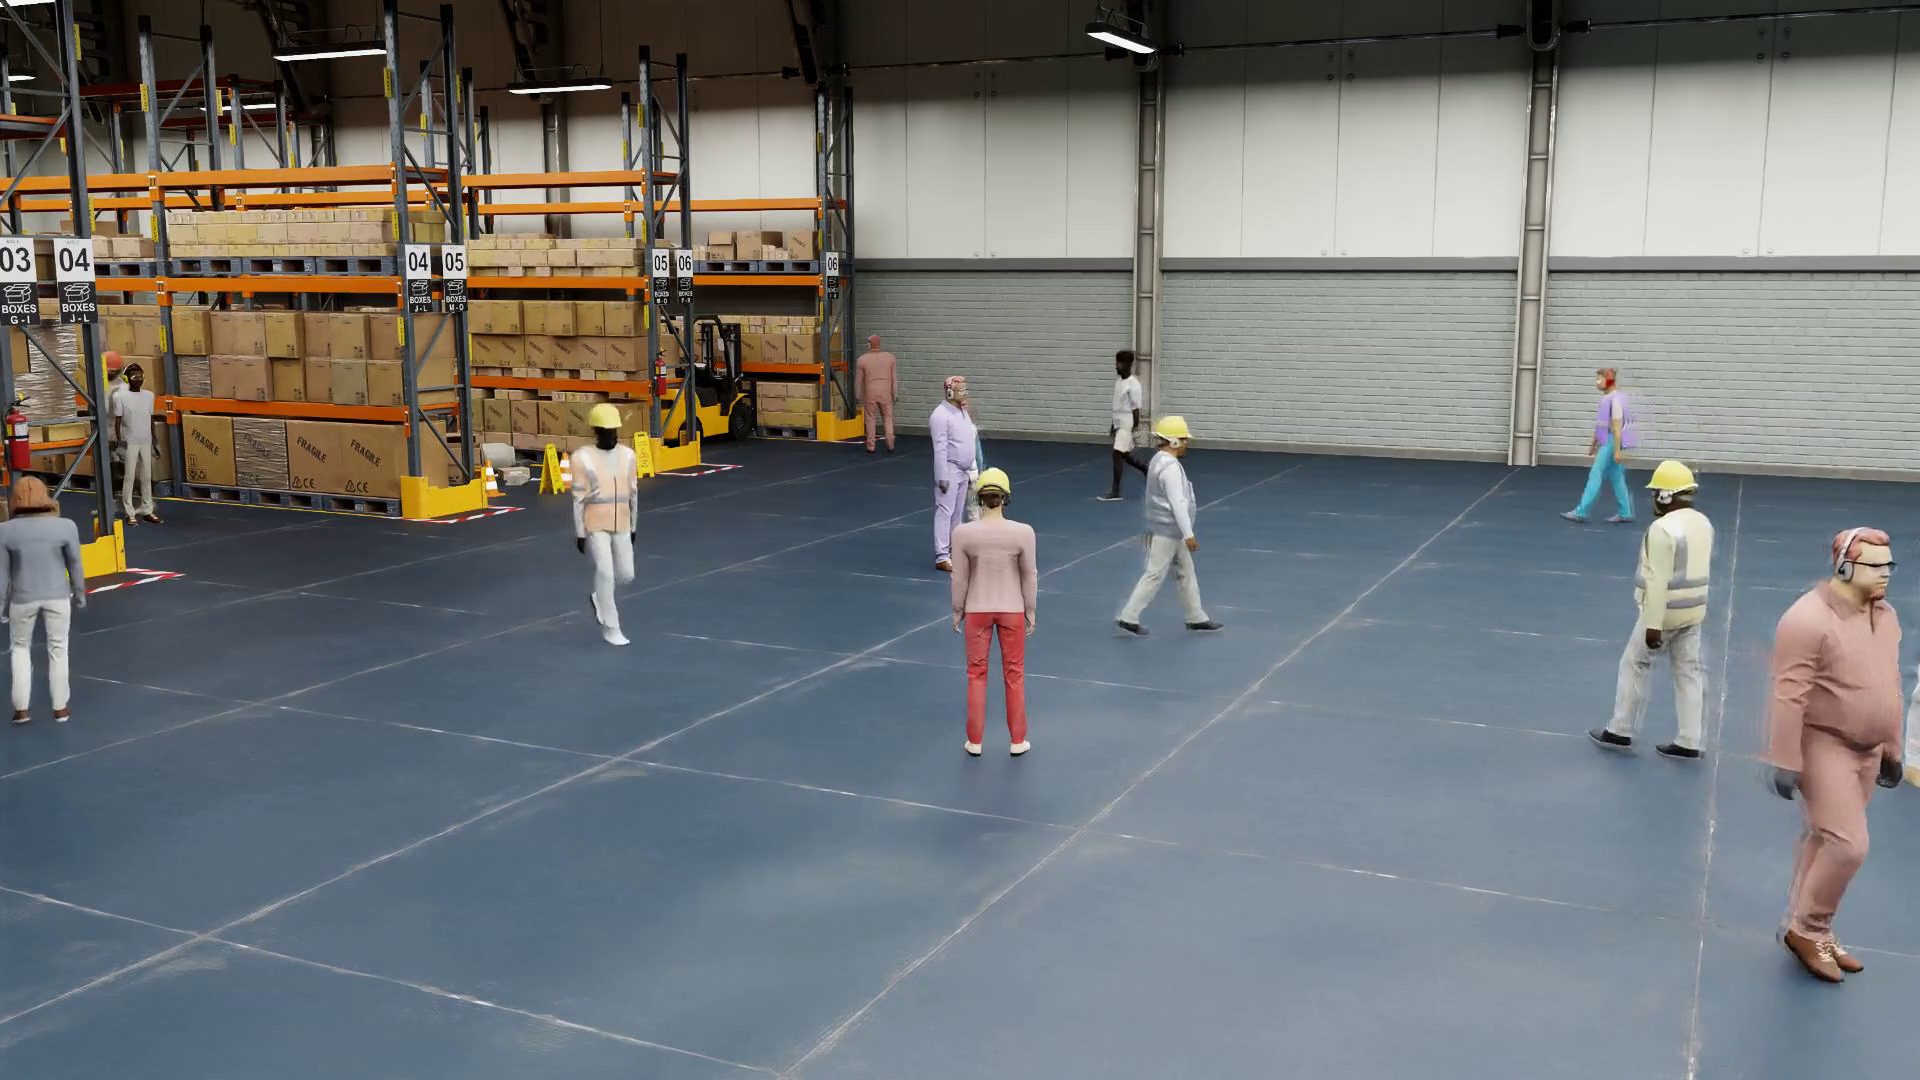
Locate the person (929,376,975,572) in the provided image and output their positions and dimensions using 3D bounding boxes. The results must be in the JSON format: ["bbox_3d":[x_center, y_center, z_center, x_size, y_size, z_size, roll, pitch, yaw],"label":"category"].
[{"bbox_3d":[-0.047,-0.652,16.319,0.404,1.911,0.636,4,10,23],"label":"person"}]

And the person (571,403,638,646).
[{"bbox_3d":[-2.814,-0.137,13.154,0.592,1.910,0.611,-8,12,-41],"label":"person"}]

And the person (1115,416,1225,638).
[{"bbox_3d":[1.674,-0.099,13.300,0.897,1.795,0.595,0,9,2],"label":"person"}]

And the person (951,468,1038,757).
[{"bbox_3d":[0.208,0.442,10.068,0.523,1.761,0.323,1,9,3],"label":"person"}]

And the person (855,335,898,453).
[{"bbox_3d":[-1.336,-2.327,26.610,0.678,1.904,0.404,-2,9,-10],"label":"person"}]

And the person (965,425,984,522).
[{"bbox_3d":[0.042,-0.601,16.913,0.633,1.611,0.327,-7,12,-38],"label":"person"}]

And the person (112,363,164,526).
[{"bbox_3d":[-9.476,-1.101,19.181,0.327,1.874,0.517,6,11,33],"label":"person"}]

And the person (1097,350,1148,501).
[{"bbox_3d":[2.181,-1.474,21.270,0.843,1.940,0.612,-2,9,-10],"label":"person"}]

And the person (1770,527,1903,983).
[{"bbox_3d":[3.702,0.891,6.887,0.671,1.892,0.508,-5,11,-30],"label":"person"}]

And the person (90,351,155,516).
[{"bbox_3d":[-10.054,-1.262,19.837,0.680,1.997,0.490,7,11,36],"label":"person"}]

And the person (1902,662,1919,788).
[{"bbox_3d":[5.571,0.590,9.088,0.626,1.775,0.988,-2,9,-11],"label":"person"}]

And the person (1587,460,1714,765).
[{"bbox_3d":[4.192,0.419,10.053,0.629,1.801,0.778,-6,11,-34],"label":"person"}]

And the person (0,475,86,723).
[{"bbox_3d":[-5.952,0.392,10.773,0.521,1.632,0.342,-5,11,-28],"label":"person"}]

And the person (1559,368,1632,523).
[{"bbox_3d":[7.408,-1.082,19.266,0.911,1.801,0.596,2,9,12],"label":"person"}]
